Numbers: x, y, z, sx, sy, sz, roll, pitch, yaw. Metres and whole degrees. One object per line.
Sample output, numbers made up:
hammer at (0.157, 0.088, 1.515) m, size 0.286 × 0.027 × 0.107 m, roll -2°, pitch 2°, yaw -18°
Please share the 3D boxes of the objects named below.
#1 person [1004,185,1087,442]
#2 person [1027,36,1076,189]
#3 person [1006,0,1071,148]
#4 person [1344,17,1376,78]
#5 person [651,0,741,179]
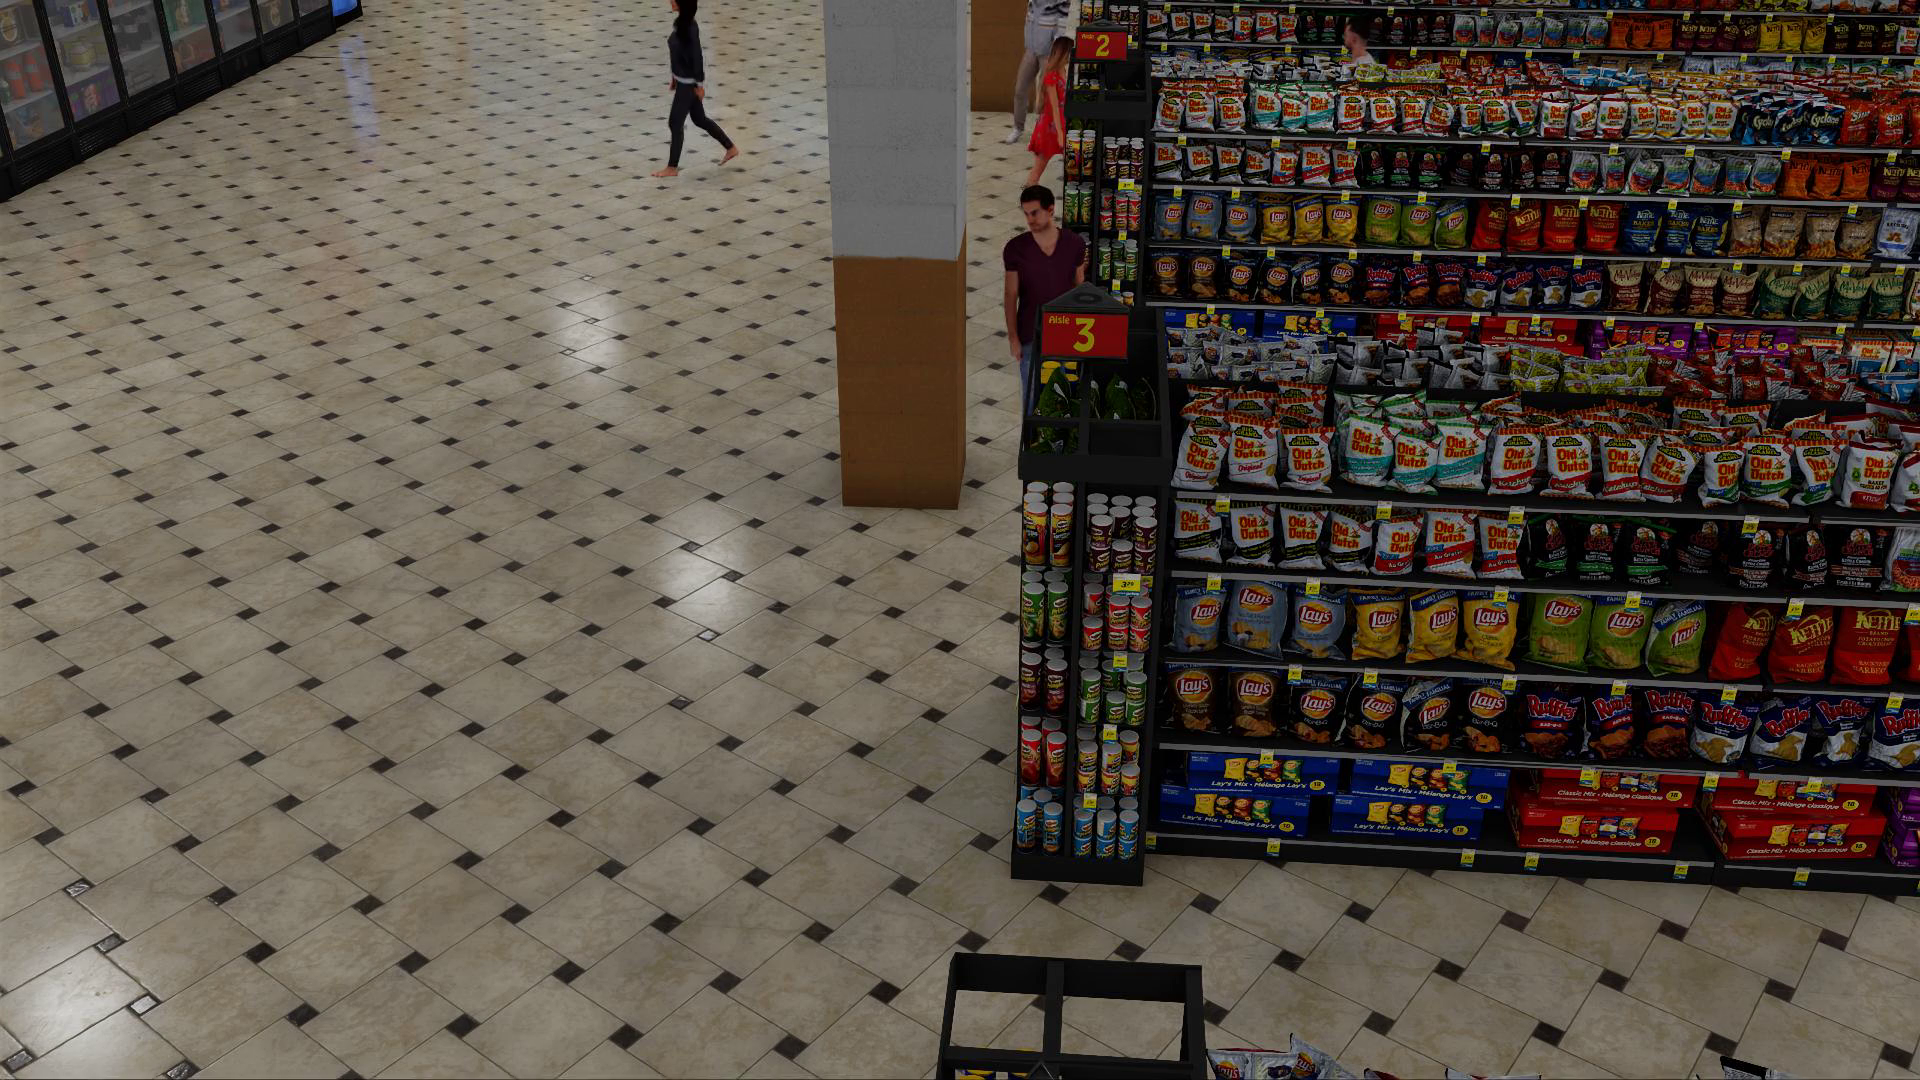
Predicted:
person at (0.501, -1.255, 10.034) m, size 1.130 × 1.792 × 0.877 m, roll -3°, pitch 29°, yaw -6°
person at (0.738, -3.588, 14.547) m, size 1.000 × 1.562 × 0.843 m, roll 18°, pitch 33°, yaw 29°
person at (0.893, -4.875, 16.619) m, size 0.957 × 1.834 × 0.873 m, roll -19°, pitch 34°, yaw -31°
person at (3.320, -3.498, 14.097) m, size 0.648 × 1.835 × 0.713 m, roll 9°, pitch 30°, yaw 16°
person at (-2.484, -4.319, 15.711) m, size 1.223 × 1.729 × 0.987 m, roll -12°, pitch 31°, yaw -21°
